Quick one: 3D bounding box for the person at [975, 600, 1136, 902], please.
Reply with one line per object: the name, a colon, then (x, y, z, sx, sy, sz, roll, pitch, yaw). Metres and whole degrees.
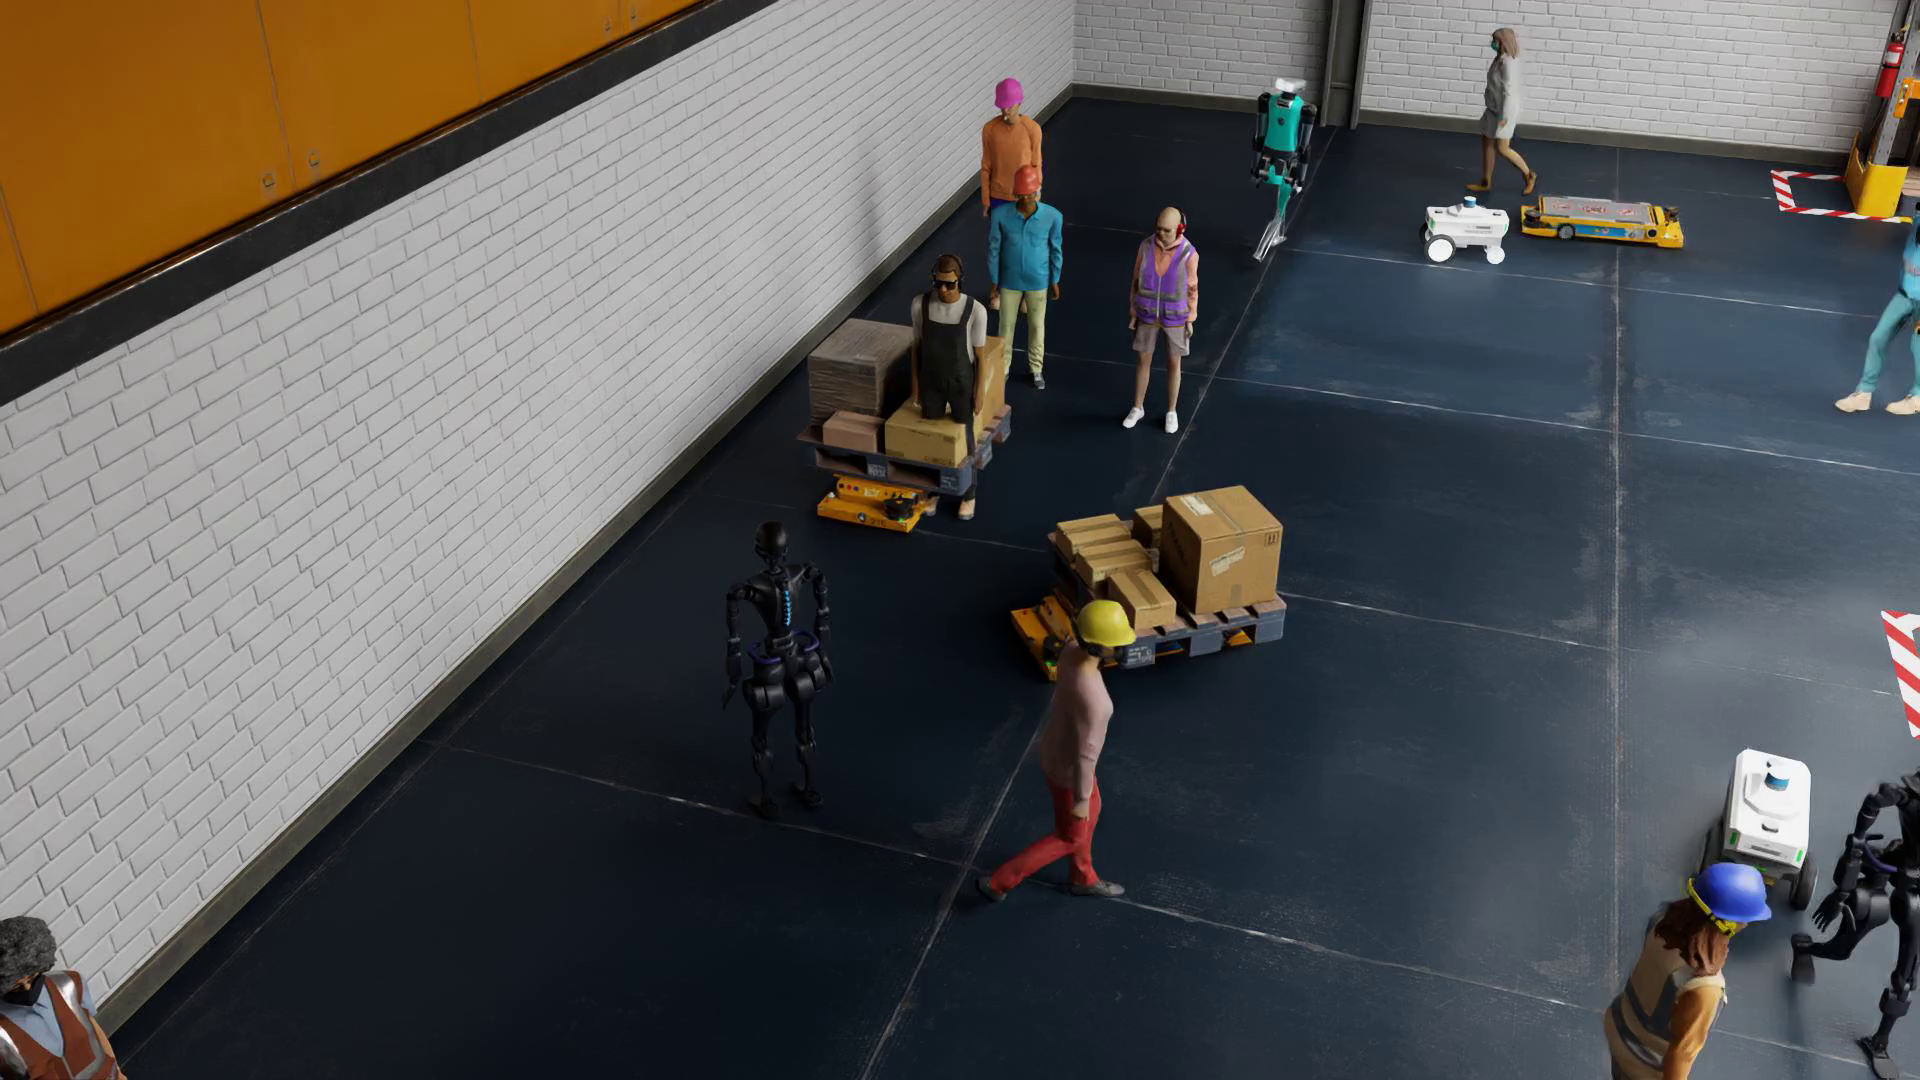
person: (0.431, 1.004, 7.469, 0.661, 1.731, 0.564, -2, 31, -4)

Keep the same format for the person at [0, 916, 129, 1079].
person: (-3.128, 1.997, 5.822, 0.307, 1.689, 0.453, 17, 34, 26)

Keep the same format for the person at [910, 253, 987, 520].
person: (-0.076, -0.990, 10.769, 0.499, 1.839, 0.344, 9, 32, 15)

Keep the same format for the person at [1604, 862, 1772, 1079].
person: (2.444, 1.852, 6.014, 0.613, 1.753, 0.474, 1, 30, 1)

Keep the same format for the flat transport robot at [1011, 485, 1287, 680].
flat transport robot: (1.083, 0.464, 9.836, 1.431, 0.231, 0.659, -10, 32, -16)

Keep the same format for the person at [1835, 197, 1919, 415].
person: (6.894, -1.724, 12.014, 0.829, 1.828, 0.542, -7, 31, -12)

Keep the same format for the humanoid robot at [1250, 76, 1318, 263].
humanoid robot: (2.898, -3.300, 14.789, 0.575, 1.725, 1.030, 17, 34, 26)

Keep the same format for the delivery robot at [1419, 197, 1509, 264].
delivery robot: (4.572, -2.821, 15.158, 0.788, 0.610, 0.499, 4, 31, 6)

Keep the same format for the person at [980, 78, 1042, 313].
person: (0.419, -2.857, 13.812, 0.517, 1.973, 0.401, 6, 31, 10)

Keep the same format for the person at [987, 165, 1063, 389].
person: (0.486, -1.967, 12.505, 0.563, 1.752, 0.336, 2, 30, 3)

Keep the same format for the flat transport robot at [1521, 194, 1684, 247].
flat transport robot: (6.078, -3.026, 15.772, 1.431, 0.231, 0.659, 8, 31, 13)

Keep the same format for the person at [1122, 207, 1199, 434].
person: (1.449, -1.575, 11.901, 0.482, 1.689, 0.348, 10, 32, 17)

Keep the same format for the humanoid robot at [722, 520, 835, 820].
humanoid robot: (-0.884, 0.630, 8.160, 0.583, 1.655, 0.330, -17, 34, -27)

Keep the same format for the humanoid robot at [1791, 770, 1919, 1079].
humanoid robot: (3.878, 1.400, 6.890, 0.616, 1.640, 0.722, 1, 30, 2)

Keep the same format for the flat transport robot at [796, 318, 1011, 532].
flat transport robot: (-0.394, -0.507, 11.489, 0.659, 0.231, 1.431, 11, 32, 18)

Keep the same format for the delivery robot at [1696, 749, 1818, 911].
delivery robot: (3.879, 1.370, 8.022, 0.499, 0.604, 0.801, 13, 33, 21)

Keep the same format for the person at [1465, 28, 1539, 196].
person: (5.467, -4.235, 16.483, 0.605, 1.635, 0.521, 1, 30, 1)
